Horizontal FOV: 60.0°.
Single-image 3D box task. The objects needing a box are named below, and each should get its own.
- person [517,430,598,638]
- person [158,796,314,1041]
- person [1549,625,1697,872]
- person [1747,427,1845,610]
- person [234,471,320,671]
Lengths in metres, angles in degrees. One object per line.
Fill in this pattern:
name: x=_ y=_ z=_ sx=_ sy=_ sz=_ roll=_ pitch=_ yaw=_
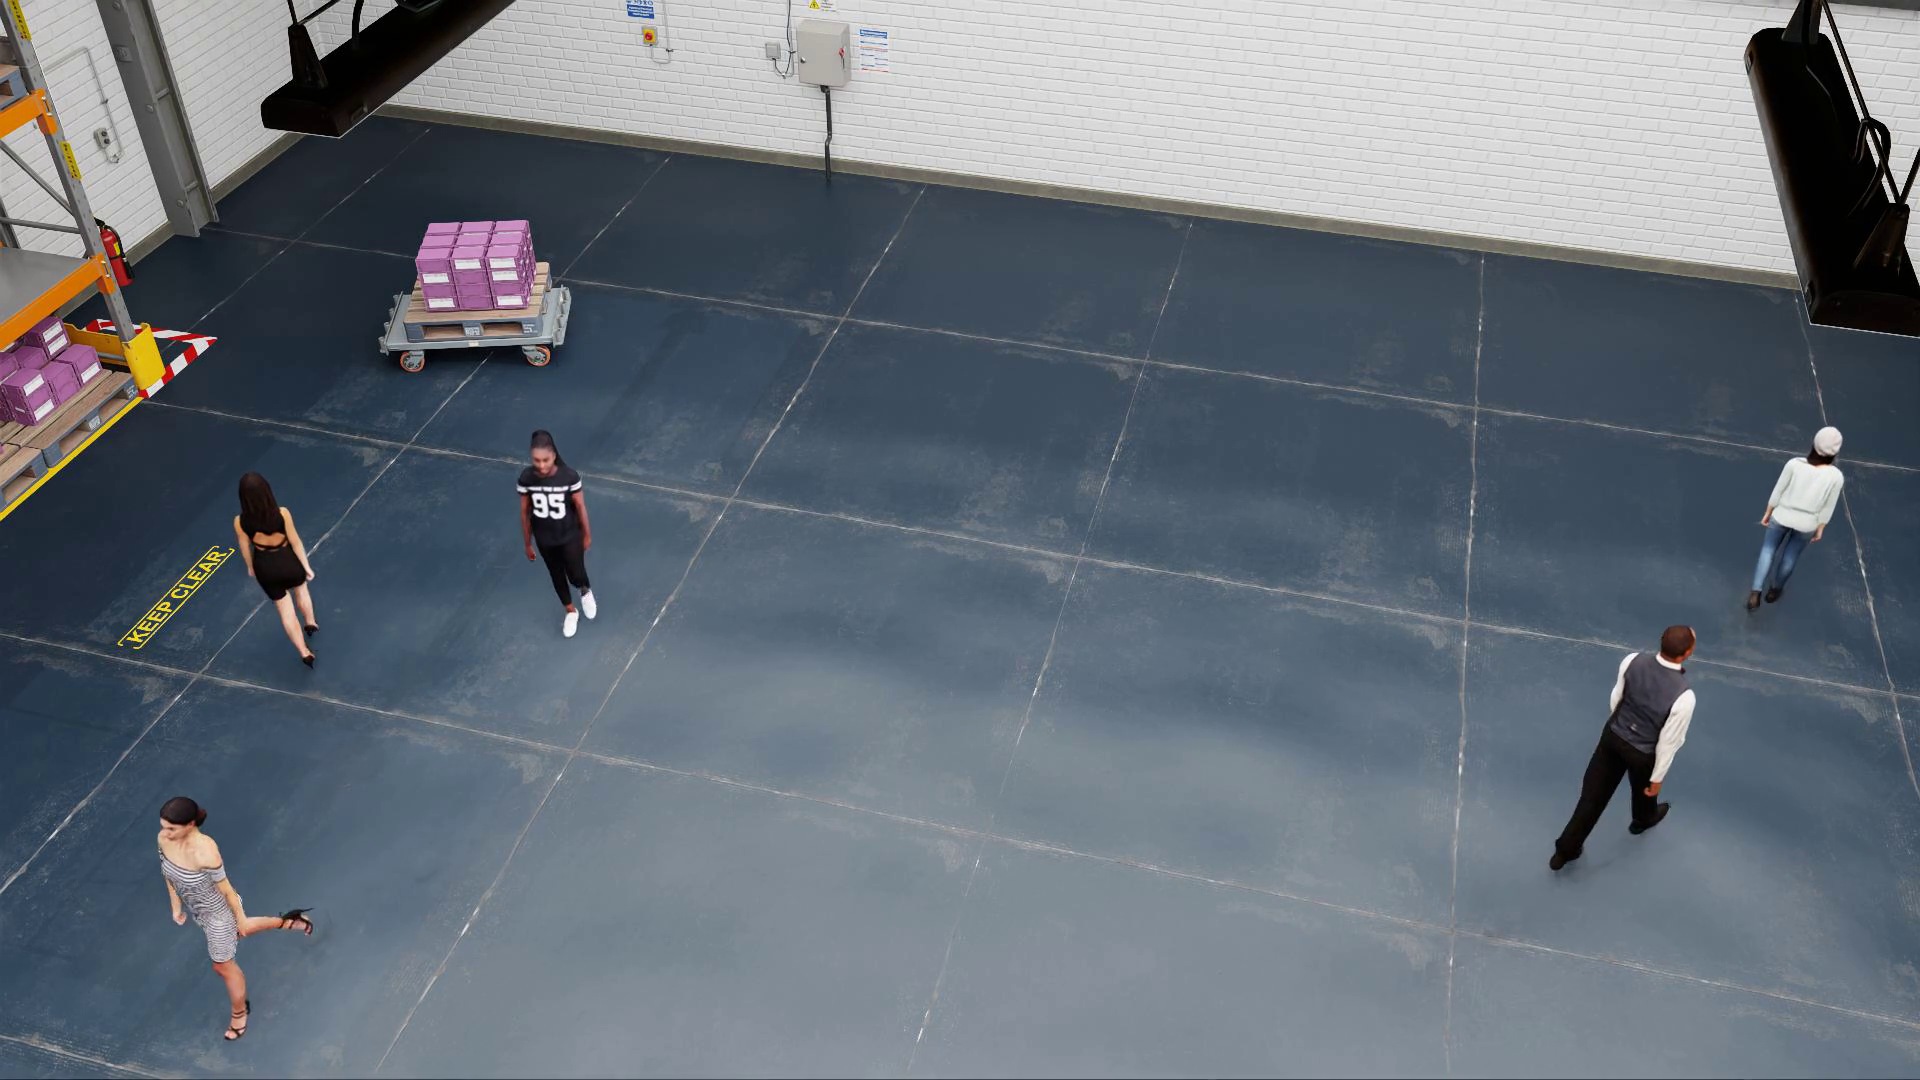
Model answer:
person: x=-2.924 y=-0.084 z=12.131 sx=0.705 sy=1.723 sz=0.753 roll=-1 pitch=39 yaw=-1
person: x=-4.147 y=2.041 z=9.408 sx=0.780 sy=1.800 sz=1.081 roll=20 pitch=43 yaw=23
person: x=4.081 y=1.322 z=10.251 sx=1.341 sy=1.873 sz=1.194 roll=-25 pitch=45 yaw=-28
person: x=6.152 y=-0.134 z=12.258 sx=0.728 sy=1.643 sz=0.901 roll=22 pitch=43 yaw=25
person: x=-4.800 y=0.277 z=11.753 sx=0.823 sy=1.630 sz=0.912 roll=-13 pitch=40 yaw=-15
